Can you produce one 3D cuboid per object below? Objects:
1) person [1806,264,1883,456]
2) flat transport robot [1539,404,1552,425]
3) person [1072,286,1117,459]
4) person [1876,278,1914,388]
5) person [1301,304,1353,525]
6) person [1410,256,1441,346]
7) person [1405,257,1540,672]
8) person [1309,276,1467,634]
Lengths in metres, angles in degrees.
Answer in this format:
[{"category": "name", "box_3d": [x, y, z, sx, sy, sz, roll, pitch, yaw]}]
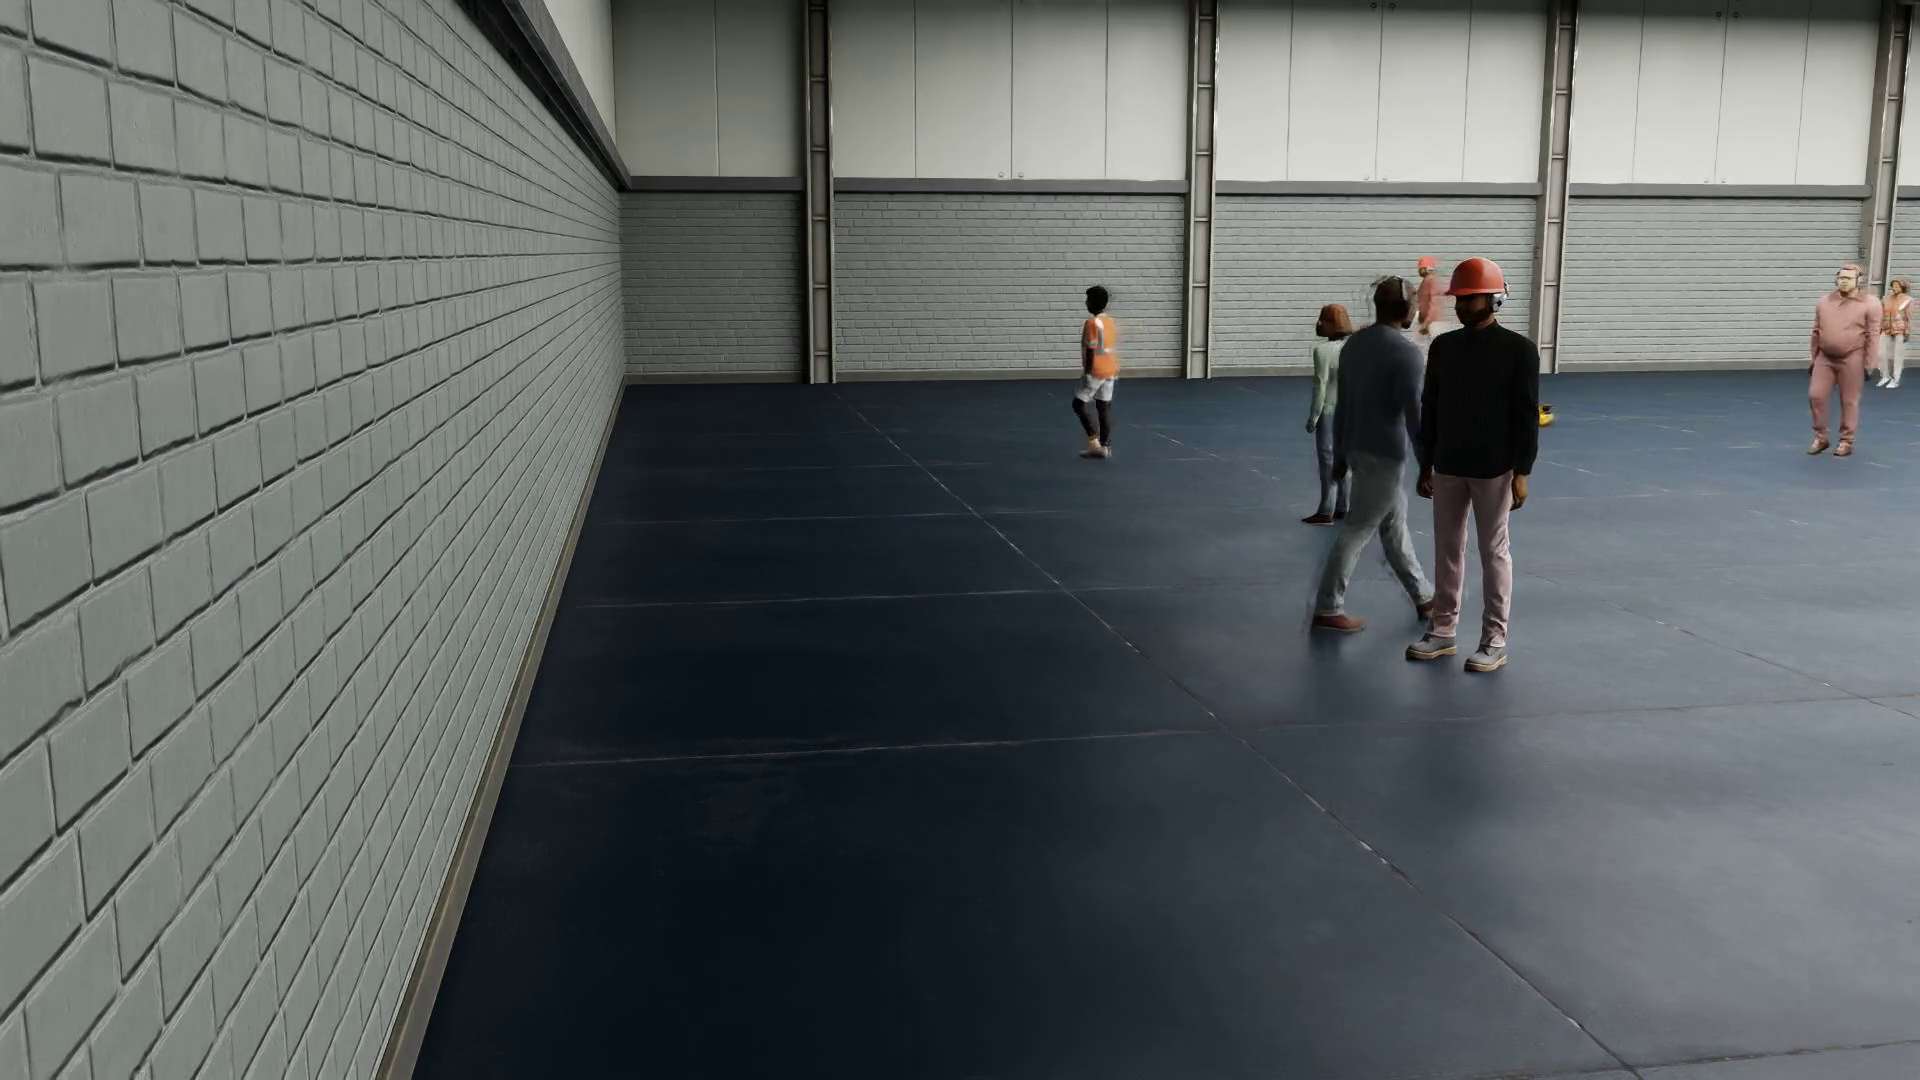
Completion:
[{"category": "person", "box_3d": [8.683, -1.761, 16.407, 0.610, 1.892, 0.670, -8, 13, -38]}, {"category": "flat transport robot", "box_3d": [6.212, -1.520, 19.682, 1.431, 0.197, 0.652, 5, 11, 28]}, {"category": "person", "box_3d": [1.308, -1.621, 16.184, 0.406, 1.682, 0.560, 6, 11, 30]}, {"category": "person", "box_3d": [13.779, -3.046, 24.553, 0.396, 1.621, 0.546, -5, 11, -28]}, {"category": "person", "box_3d": [2.755, -0.929, 12.353, 0.497, 1.636, 0.284, -9, 14, -43]}, {"category": "person", "box_3d": [7.243, -3.395, 25.633, 0.967, 1.963, 0.605, -2, 10, -13]}, {"category": "person", "box_3d": [2.478, -0.363, 8.061, 0.396, 1.992, 0.619, -8, 13, -39]}, {"category": "person", "box_3d": [2.315, -0.436, 8.786, 1.014, 1.884, 0.646, -3, 10, -15]}]
